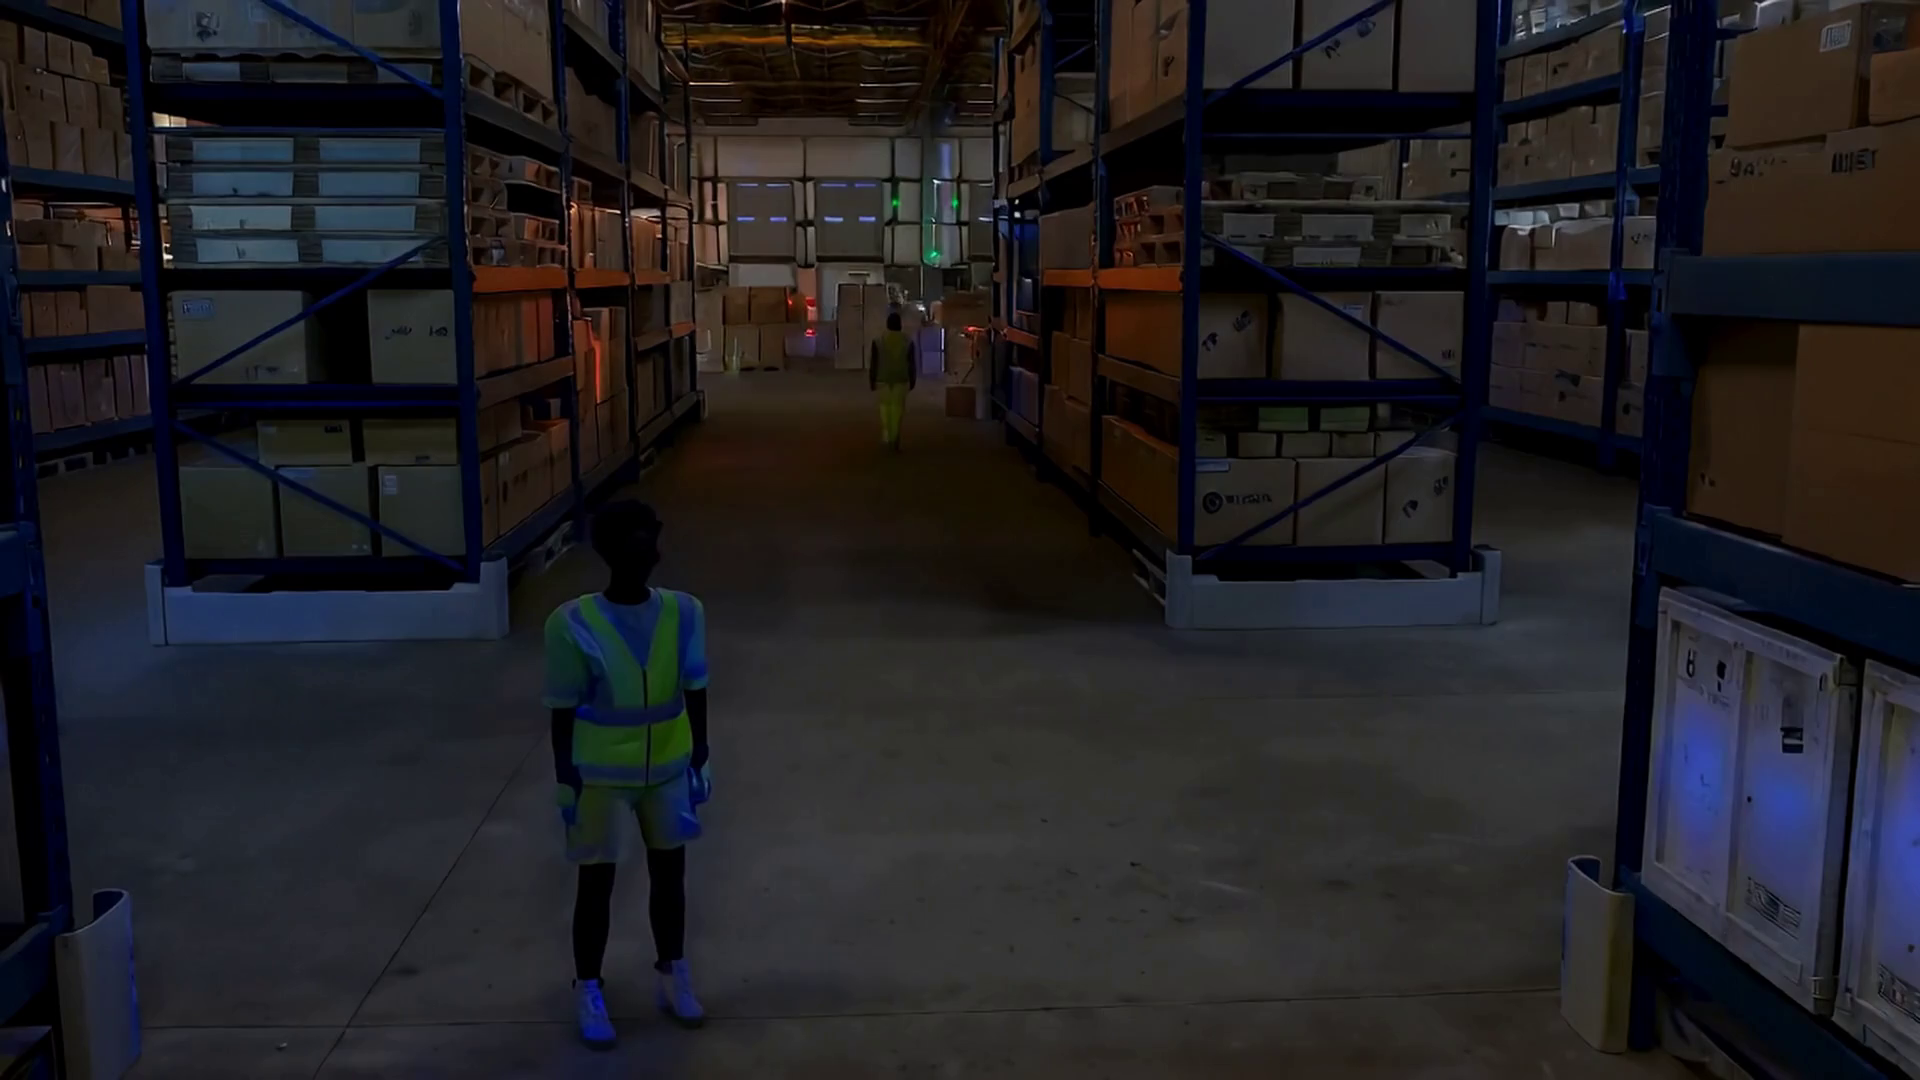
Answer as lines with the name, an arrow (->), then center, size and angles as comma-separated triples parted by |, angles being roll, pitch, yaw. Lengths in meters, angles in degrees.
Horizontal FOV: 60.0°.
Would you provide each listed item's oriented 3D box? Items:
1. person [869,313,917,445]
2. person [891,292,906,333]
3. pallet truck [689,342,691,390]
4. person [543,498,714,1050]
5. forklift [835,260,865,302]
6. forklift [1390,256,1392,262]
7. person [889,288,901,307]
person -> -0.928, -2.258, 23.312 | 0.662, 1.821, 0.684 | 0, 9, 1
person -> -1.552, -5.610, 44.082 | 0.772, 1.910, 0.654 | 1, 9, 6
pallet truck -> -5.225, -3.008, 27.480 | 1.885, 1.965, 0.823 | 2, 9, 14
person -> -1.010, 0.707, 5.122 | 0.536, 1.692, 0.319 | -6, 11, -32
forklift -> -3.422, -7.311, 51.737 | 1.129, 2.768, 1.873 | -1, 9, -4
forklift -> 10.292, -5.611, 41.061 | 1.873, 2.768, 1.129 | -1, 9, -4
person -> -2.205, -7.544, 56.212 | 0.569, 1.914, 0.566 | 3, 10, 18
